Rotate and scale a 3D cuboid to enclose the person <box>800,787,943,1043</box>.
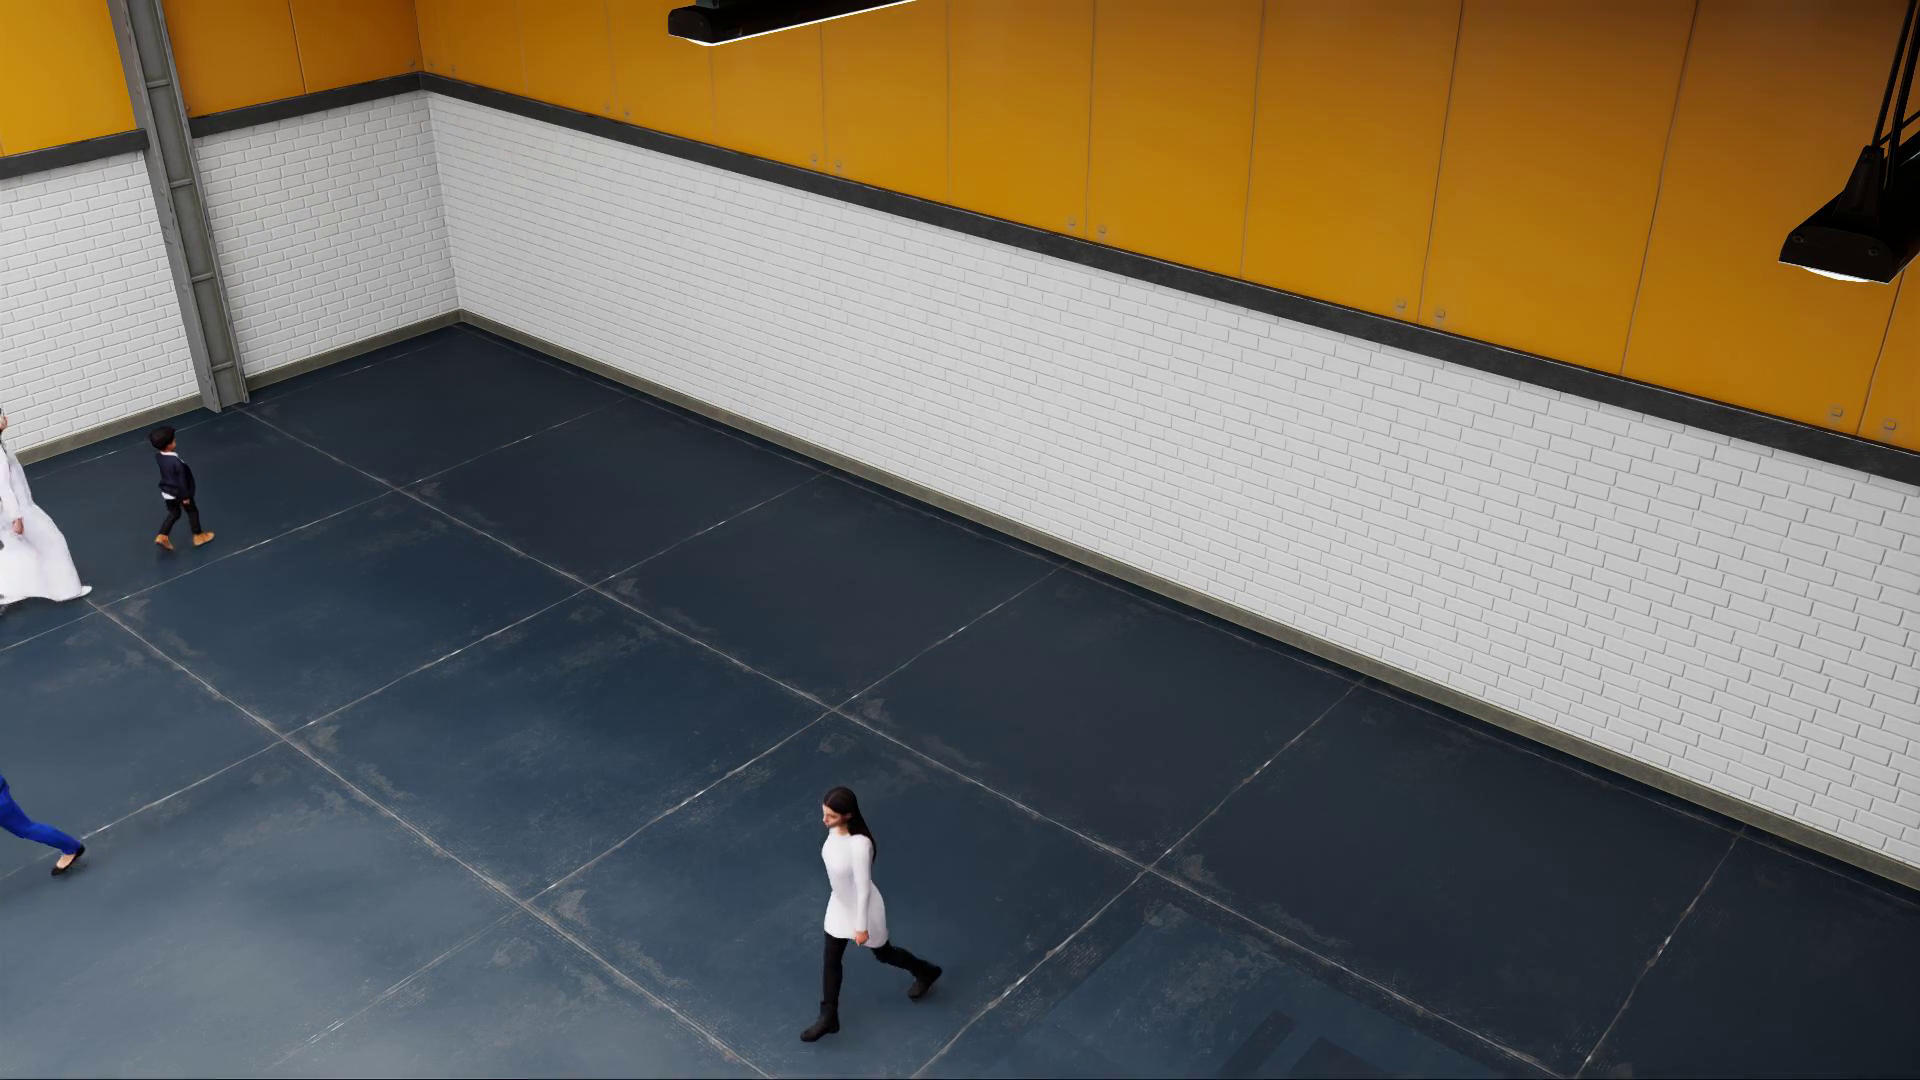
[{"bbox_3d":[-0.514,2.156,9.808,1.254,1.764,0.851,-18,33,-30],"label":"person"}]

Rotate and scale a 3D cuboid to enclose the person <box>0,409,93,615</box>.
[{"bbox_3d":[-8.084,-0.225,14.035,1.173,1.895,0.762,-24,37,-37],"label":"person"}]

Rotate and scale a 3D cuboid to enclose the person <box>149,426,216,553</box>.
[{"bbox_3d":[-7.202,-0.453,15.167,0.601,1.212,0.813,14,32,24],"label":"person"}]
